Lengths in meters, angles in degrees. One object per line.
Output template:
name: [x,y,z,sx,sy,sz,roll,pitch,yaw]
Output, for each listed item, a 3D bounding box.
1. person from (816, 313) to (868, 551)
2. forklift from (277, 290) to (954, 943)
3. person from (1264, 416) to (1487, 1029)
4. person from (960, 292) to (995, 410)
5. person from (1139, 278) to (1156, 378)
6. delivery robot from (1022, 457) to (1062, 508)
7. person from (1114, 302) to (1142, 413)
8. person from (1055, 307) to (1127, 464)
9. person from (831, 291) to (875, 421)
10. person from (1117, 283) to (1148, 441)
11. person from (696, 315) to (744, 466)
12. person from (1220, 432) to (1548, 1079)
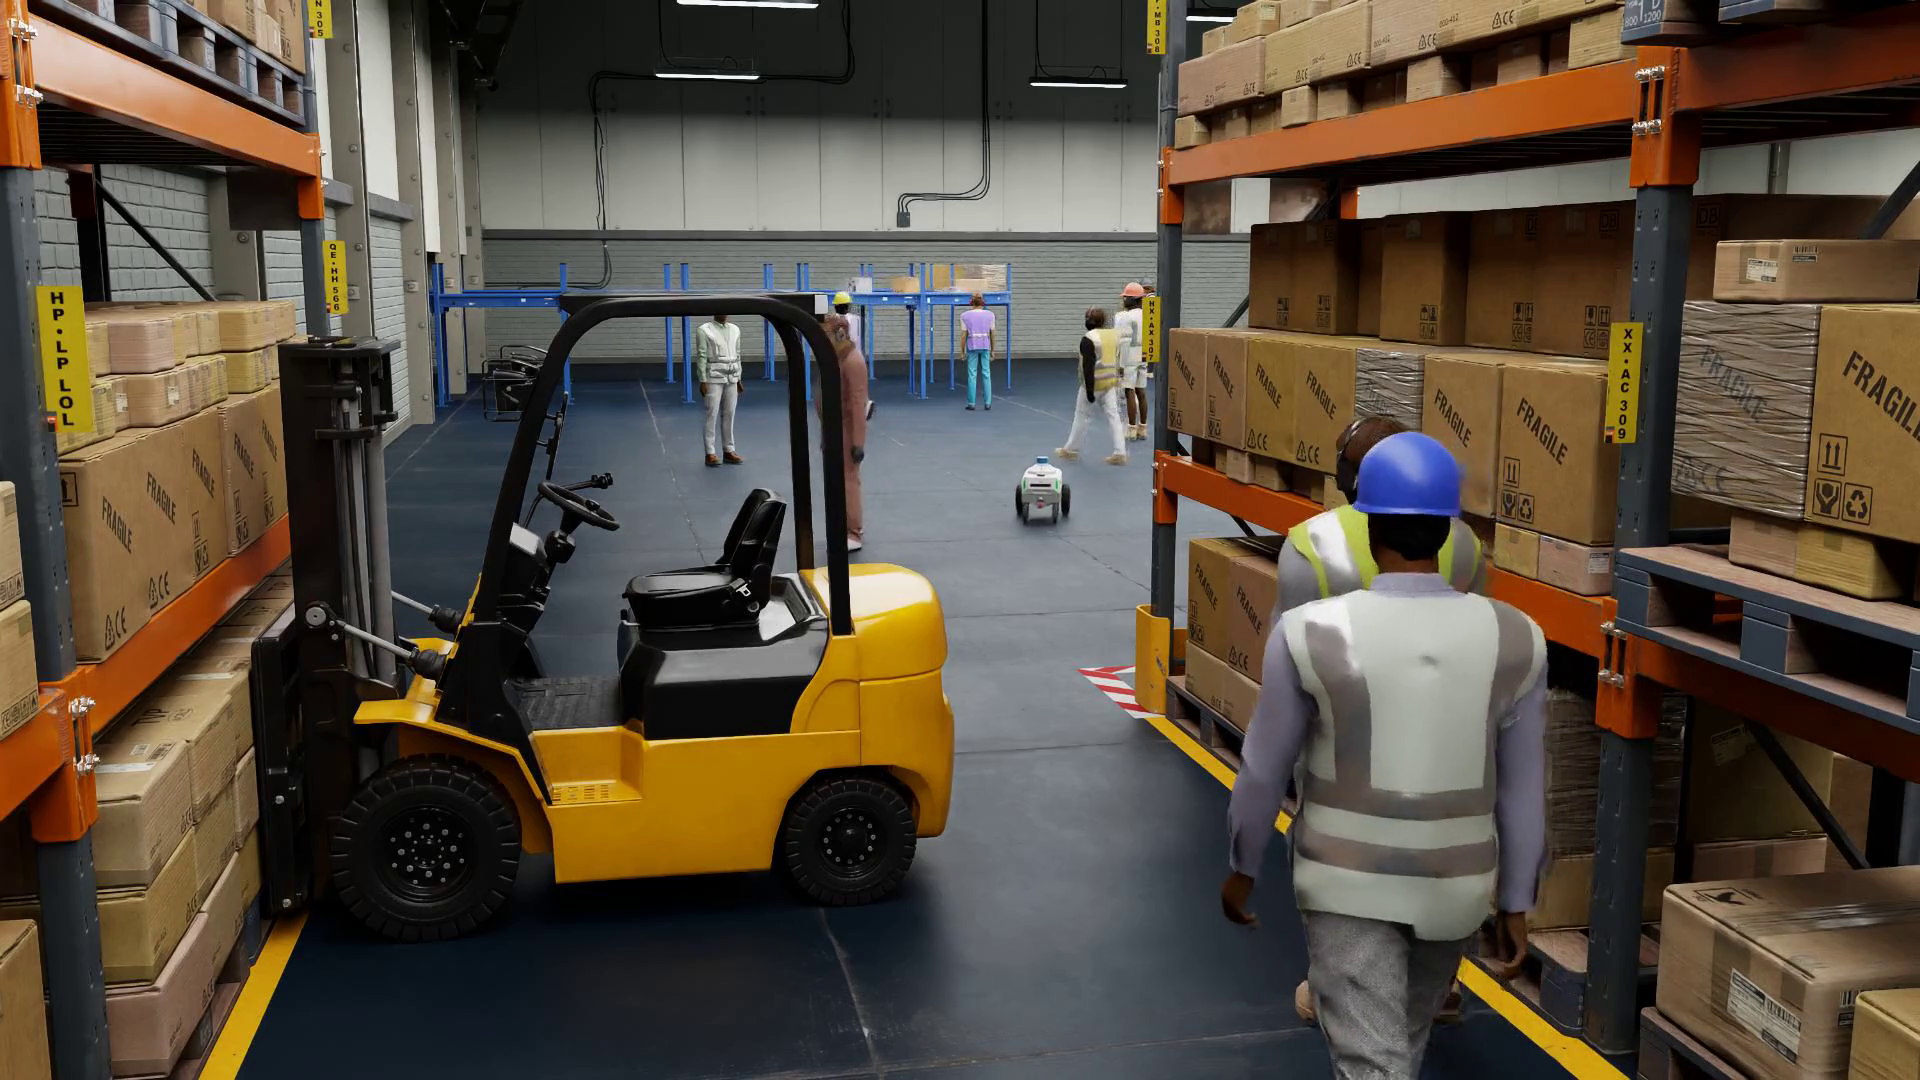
person: [-0.952,-0.885,13.432,0.396,1.901,0.686,-3,10,-20]
forklift: [-1.179,0.175,6.143,2.313,2.155,1.214,-2,10,-12]
person: [1.188,0.562,4.788,0.640,1.830,0.506,-3,10,-15]
person: [0.283,-2.995,26.388,0.563,1.847,0.388,-2,10,-12]
person: [3.780,-4.336,34.108,0.539,2.000,0.688,-1,9,-3]
delivery robot: [0.743,-0.511,15.021,0.477,0.478,0.707,1,9,5]
person: [2.684,-2.951,26.096,0.583,1.862,0.798,0,9,-2]
person: [1.565,-1.781,19.190,0.972,1.788,0.642,9,13,43]
person: [-1.588,-2.582,23.671,0.632,1.911,0.601,2,10,15]
person: [2.253,-2.330,21.736,0.376,2.042,0.615,8,12,40]
person: [-2.731,-1.834,19.003,0.392,1.946,0.616,9,13,43]
person: [0.902,0.712,3.627,0.624,1.891,0.991,-1,9,-7]
